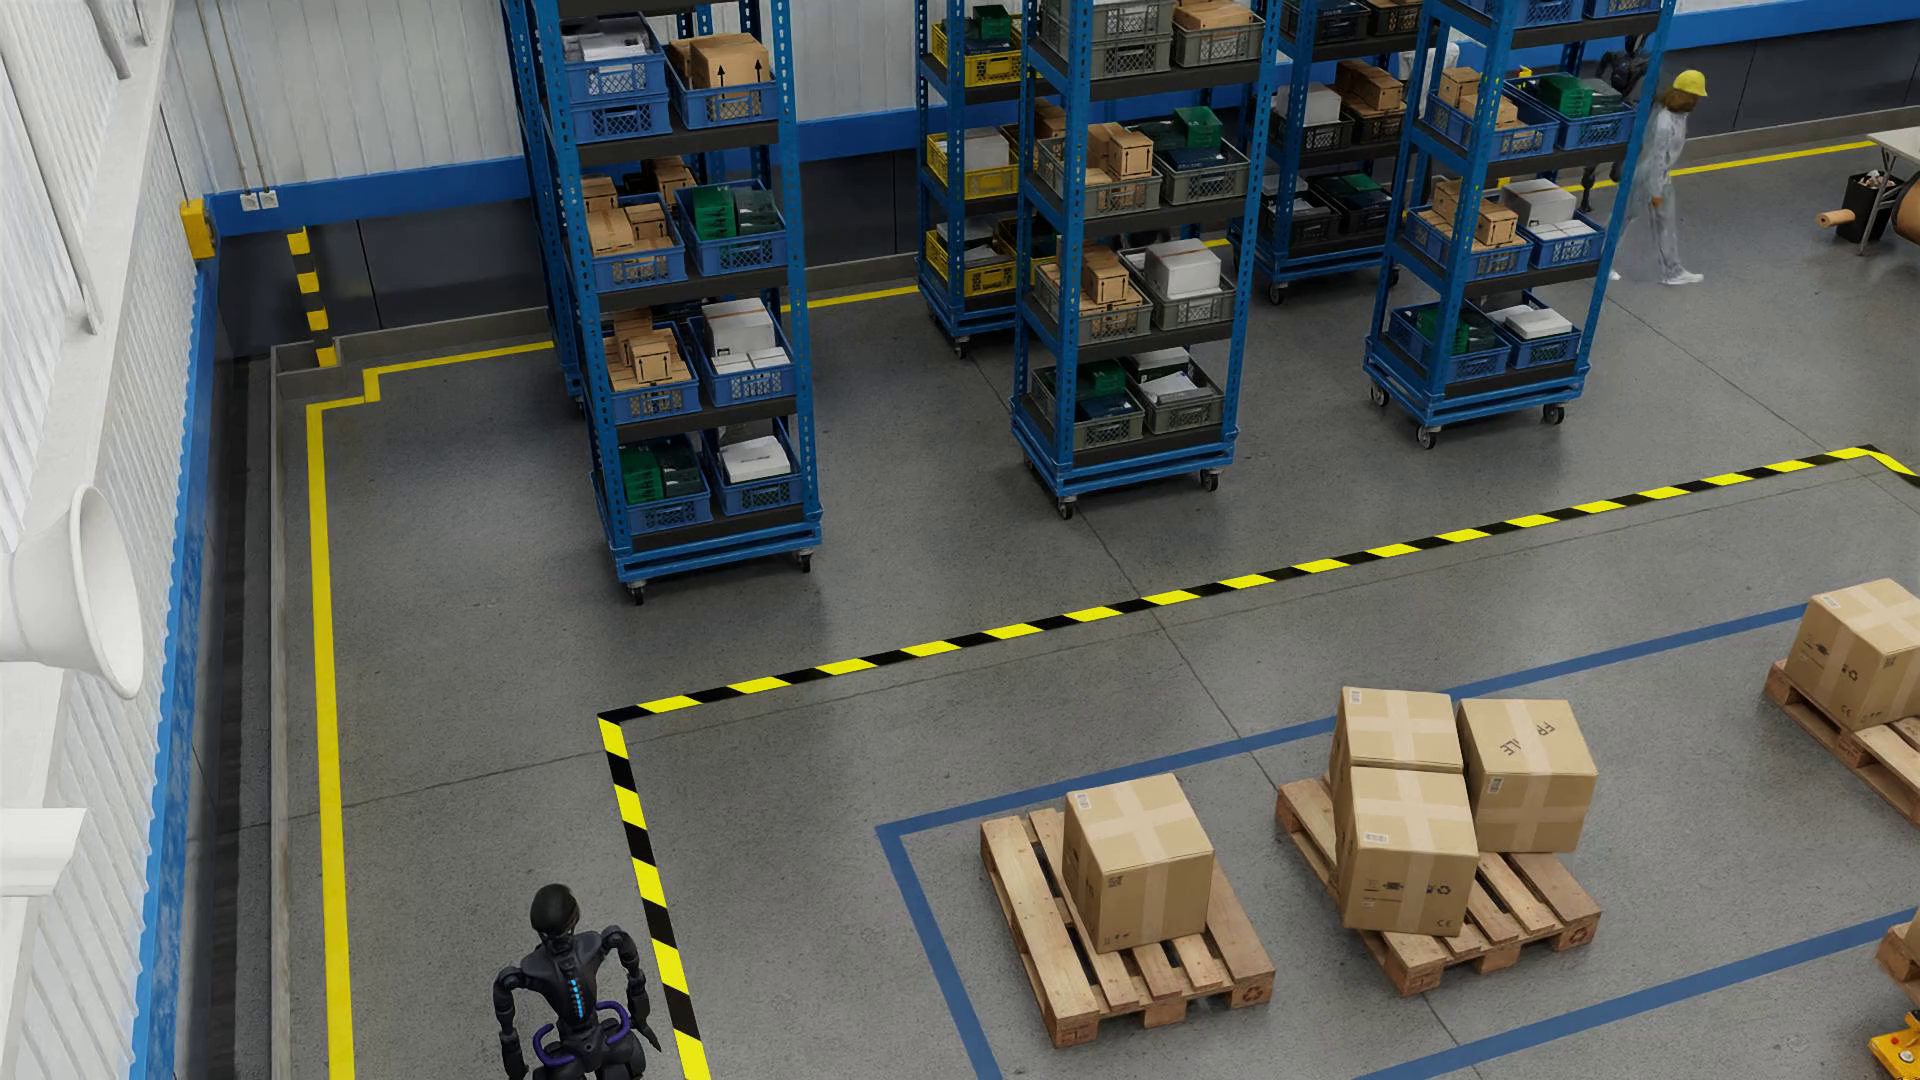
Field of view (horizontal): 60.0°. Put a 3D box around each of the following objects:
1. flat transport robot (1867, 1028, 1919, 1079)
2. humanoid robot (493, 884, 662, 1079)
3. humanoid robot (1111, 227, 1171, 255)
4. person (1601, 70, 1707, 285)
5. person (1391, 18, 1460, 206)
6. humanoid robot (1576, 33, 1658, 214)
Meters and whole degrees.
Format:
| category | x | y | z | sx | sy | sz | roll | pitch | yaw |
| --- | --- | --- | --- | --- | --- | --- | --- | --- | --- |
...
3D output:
| category | x | y | z | sx | sy | sz | roll | pitch | yaw |
| --- | --- | --- | --- | --- | --- | --- | --- | --- | --- |
| flat transport robot | 4.650 | 2.167 | 6.958 | 1.431 | 0.197 | 0.652 | -9 | 36 | -12 |
| humanoid robot | -1.397 | 1.898 | 6.132 | 0.599 | 1.653 | 0.315 | -18 | 39 | -24 |
| humanoid robot | 1.223 | -1.797 | 11.415 | 0.764 | 1.629 | 0.601 | -25 | 42 | -30 |
| person | 5.387 | -2.723 | 12.674 | 0.892 | 1.691 | 0.519 | 24 | 42 | 30 |
| person | 3.746 | -3.471 | 13.587 | 0.508 | 1.872 | 0.328 | -3 | 35 | -4 |
| humanoid robot | 5.479 | -3.512 | 13.819 | 0.592 | 1.633 | 0.600 | -29 | 44 | -34 |
